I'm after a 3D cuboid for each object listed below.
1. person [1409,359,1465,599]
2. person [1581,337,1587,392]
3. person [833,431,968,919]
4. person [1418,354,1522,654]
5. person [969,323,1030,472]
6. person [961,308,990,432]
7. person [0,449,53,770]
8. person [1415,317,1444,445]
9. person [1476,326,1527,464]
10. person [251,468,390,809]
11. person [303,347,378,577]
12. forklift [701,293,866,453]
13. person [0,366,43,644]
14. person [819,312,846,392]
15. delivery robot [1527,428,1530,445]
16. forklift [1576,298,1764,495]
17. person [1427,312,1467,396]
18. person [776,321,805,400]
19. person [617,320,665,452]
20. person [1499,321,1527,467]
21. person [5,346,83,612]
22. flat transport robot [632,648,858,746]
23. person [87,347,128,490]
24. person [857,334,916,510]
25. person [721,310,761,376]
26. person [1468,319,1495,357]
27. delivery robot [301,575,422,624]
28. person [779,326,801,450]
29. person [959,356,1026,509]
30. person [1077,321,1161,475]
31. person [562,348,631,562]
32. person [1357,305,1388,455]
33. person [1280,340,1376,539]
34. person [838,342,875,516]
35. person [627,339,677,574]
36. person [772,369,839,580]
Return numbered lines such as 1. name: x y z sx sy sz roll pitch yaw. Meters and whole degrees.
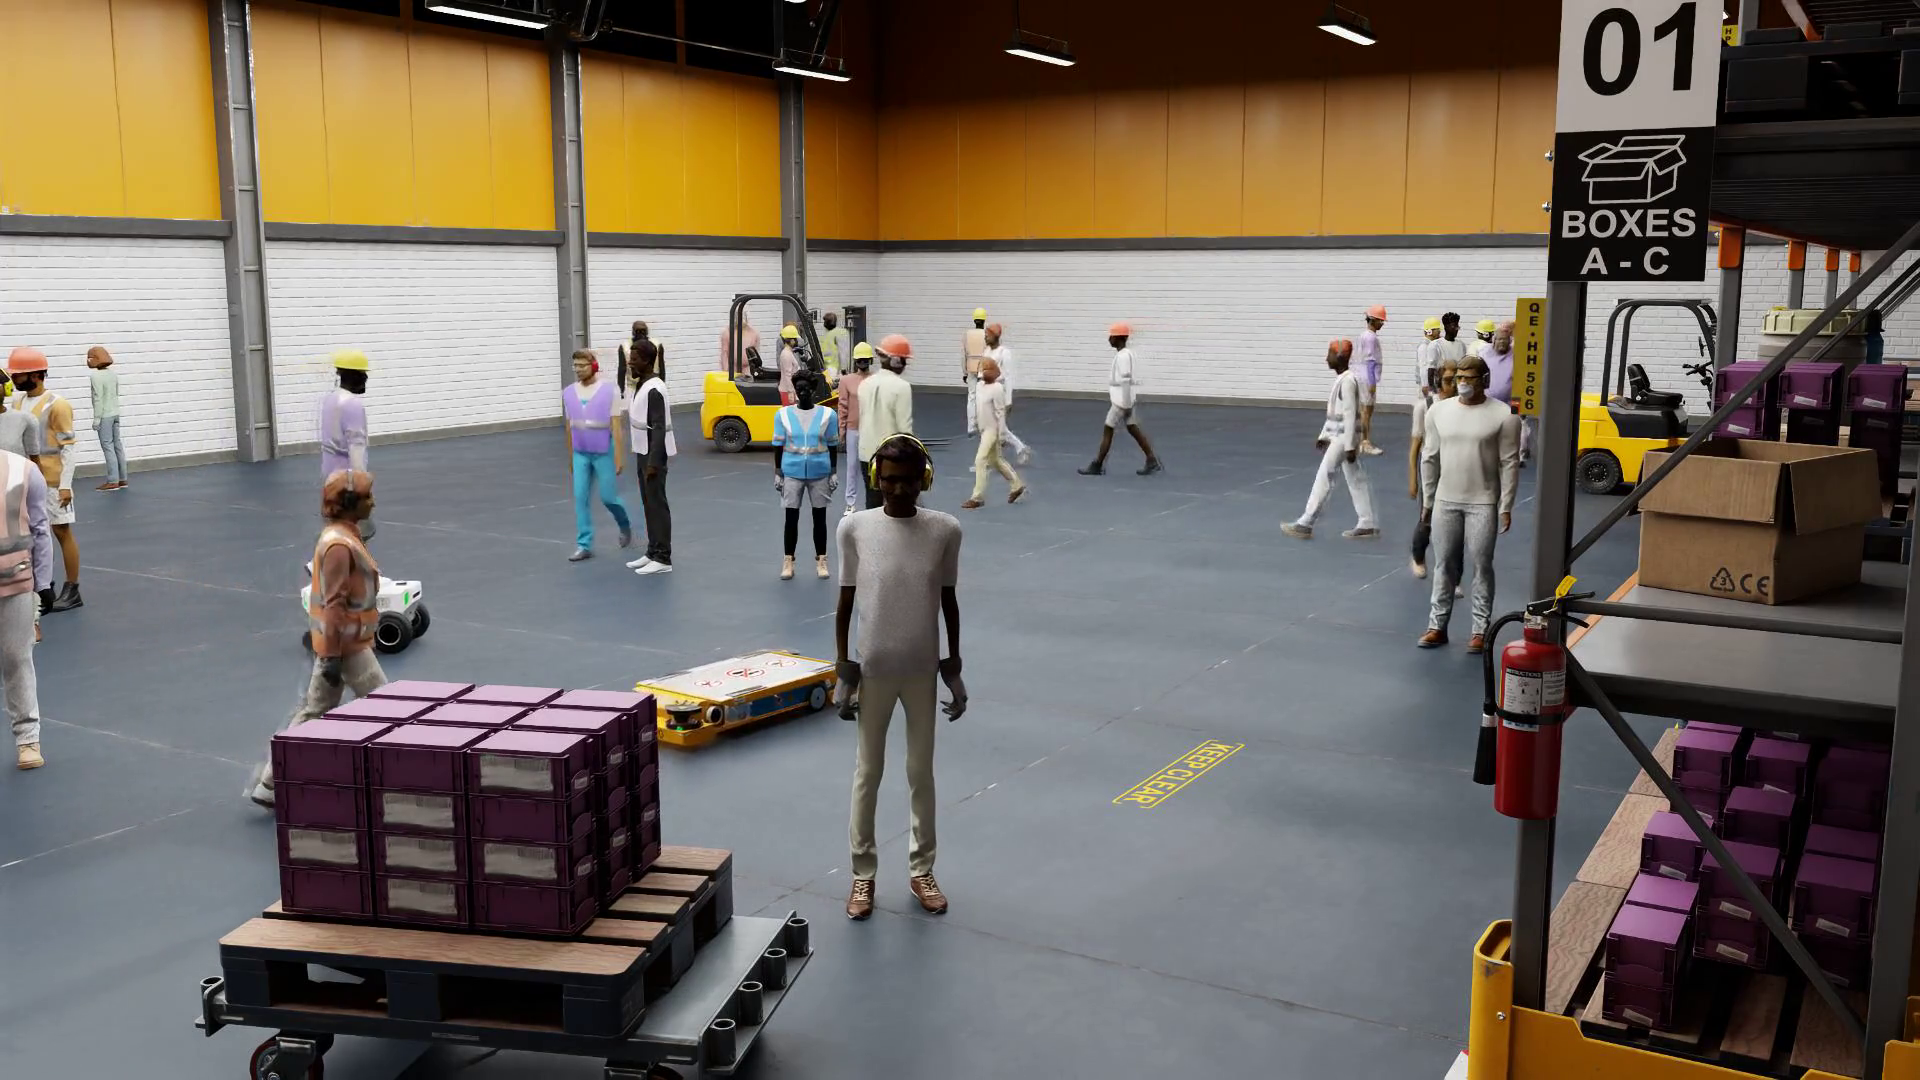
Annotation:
1. person: 3.721 -0.500 12.868 0.520 1.822 0.821 0 9 2
2. person: 8.312 -1.984 22.695 0.443 1.622 0.508 1 9 3
3. person: -0.226 0.515 6.363 0.520 1.865 0.328 -2 9 -10
4. person: 3.295 -0.233 10.797 0.629 1.939 0.372 6 11 34
5. person: 0.507 -1.777 20.707 0.860 1.860 0.584 -5 10 -27
6. person: 0.305 -2.596 25.566 0.594 1.930 0.352 4 10 24
7. person: -4.798 0.238 8.161 0.633 1.839 0.429 -4 10 -25
8. person: 6.731 -2.270 23.826 0.403 1.837 0.591 5 10 27
9. person: 6.534 -1.669 20.112 0.656 1.838 1.069 3 10 18
10. person: -2.810 0.467 7.510 0.859 1.593 0.525 -4 10 -21
11. person: -4.636 -0.495 12.511 0.539 1.906 0.598 -6 11 -35
12. forklift: -2.458 -2.344 23.176 2.313 2.155 1.214 0 9 -2
13. person: -6.320 -0.229 10.981 0.519 1.874 0.331 -2 9 -13
14. person: -2.173 -3.003 28.535 0.942 1.804 0.642 -5 10 -29
15. delivery robot: 7.295 -1.427 22.261 0.477 0.478 0.707 -3 10 -20
16. forklift: 7.954 -1.589 18.462 2.313 2.155 1.214 5 11 30
17. person: 6.258 -1.942 21.369 0.604 1.966 0.367 -4 10 -25
18. person: -2.963 -3.017 29.121 0.500 1.632 0.286 0 9 1
19. person: -4.391 -2.111 22.904 0.651 1.824 0.433 -2 9 -10
20. person: 7.010 -1.872 21.316 0.657 1.841 0.977 -2 9 -10
21. person: -6.669 -0.437 12.082 0.547 1.934 0.376 4 10 23
22. flat transport robot: -1.239 0.847 9.243 0.652 0.197 1.431 7 11 36
23. person: -9.706 -1.379 18.896 0.270 1.631 0.507 0 9 -1
24. person: -0.593 -0.676 13.463 0.629 1.956 0.624 5 11 30
25. person: -3.545 -2.804 27.092 0.678 1.909 0.639 -2 9 -10
26. person: 7.224 -2.134 22.982 0.403 1.834 0.589 -1 9 -6
27. delivery robot: -3.921 0.392 10.905 0.707 0.478 0.477 -1 9 -3
28. person: -2.251 -1.957 22.091 0.310 1.768 0.533 -1 9 -8
29. person: 0.360 -1.143 17.528 0.810 1.600 0.504 -4 10 -24
30. person: 1.985 -1.711 20.208 1.014 1.893 0.558 2 9 11
31. person: -3.142 -0.751 14.389 0.594 1.823 0.721 3 10 17
32. person: 5.589 -2.168 22.578 0.384 2.035 0.605 1 9 8
33. person: 3.428 -0.918 15.365 0.951 1.842 0.594 2 9 15
34. person: -0.969 -1.115 16.836 0.533 1.768 0.311 -1 9 -5
35. person: -2.541 -0.686 13.683 0.391 1.919 0.590 -4 10 -21
36. person: -1.234 -0.521 13.342 0.538 1.695 0.319 -1 9 -5
